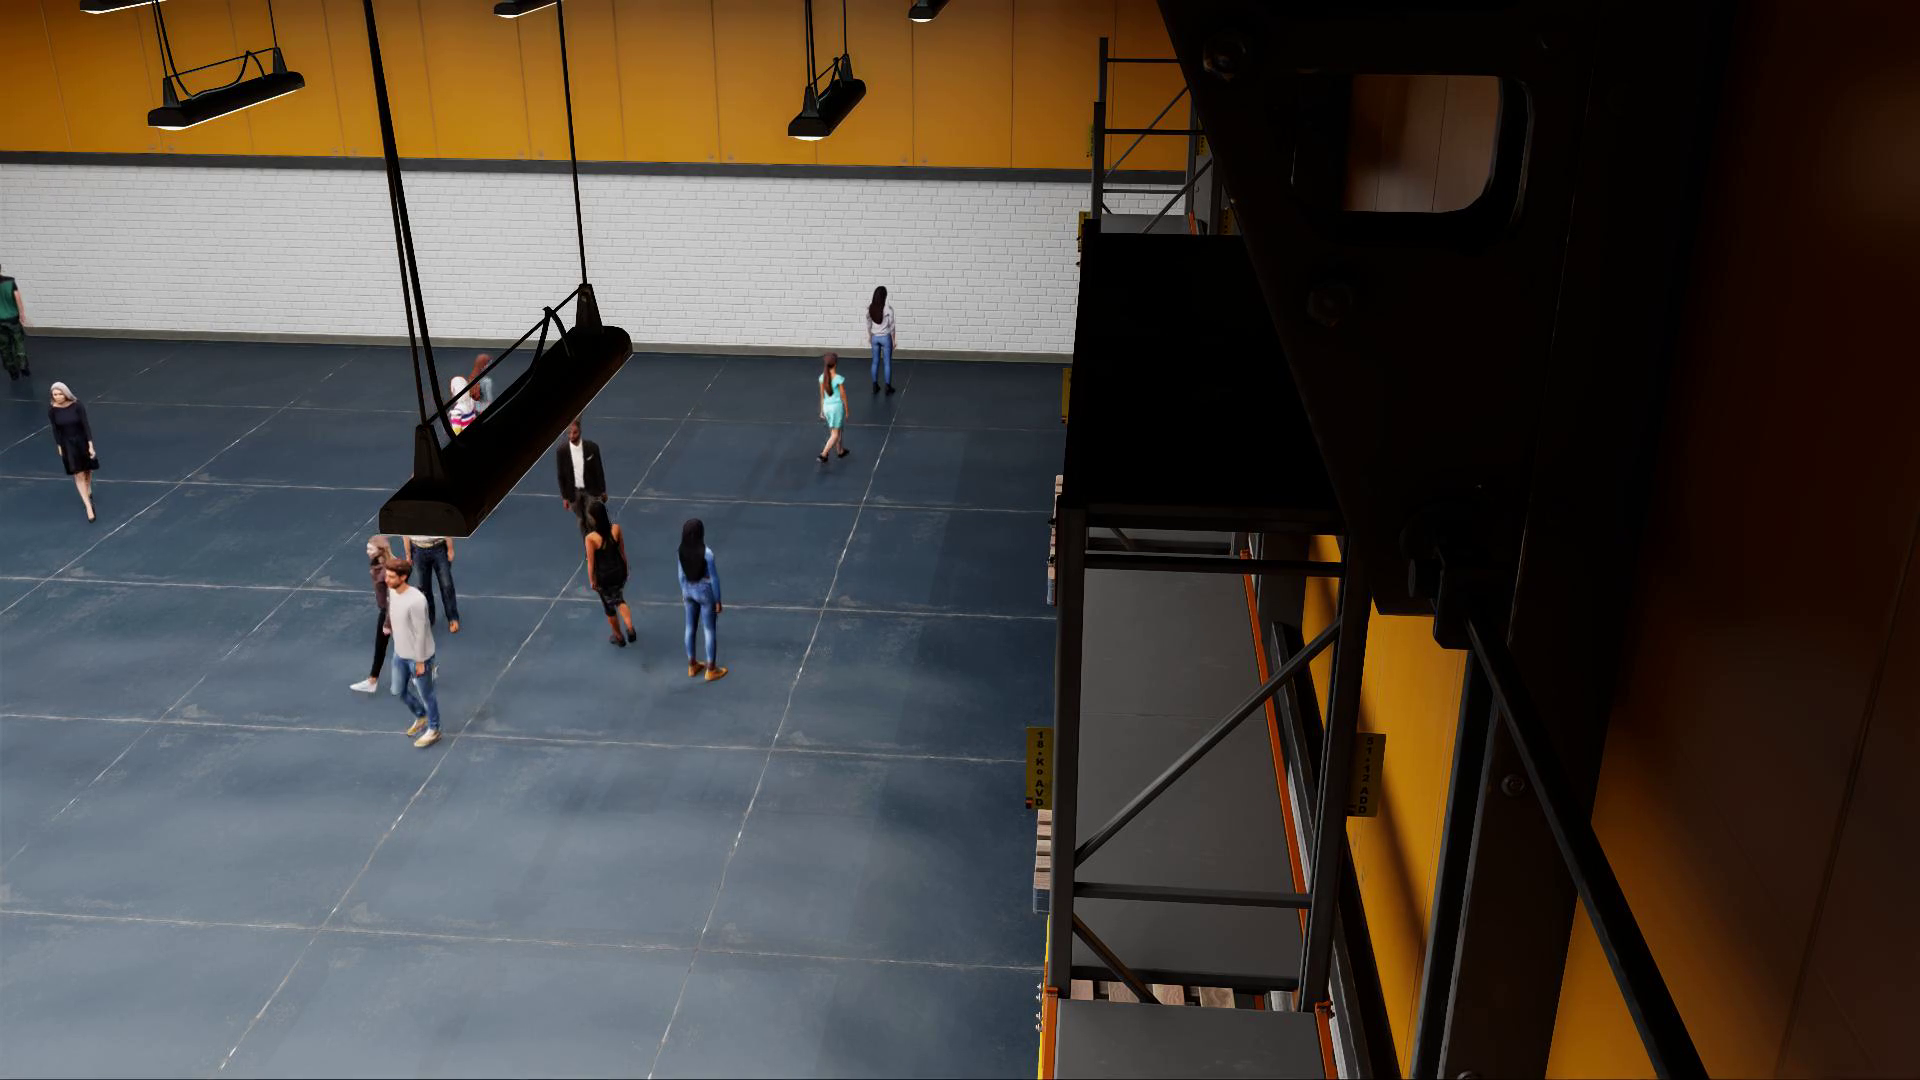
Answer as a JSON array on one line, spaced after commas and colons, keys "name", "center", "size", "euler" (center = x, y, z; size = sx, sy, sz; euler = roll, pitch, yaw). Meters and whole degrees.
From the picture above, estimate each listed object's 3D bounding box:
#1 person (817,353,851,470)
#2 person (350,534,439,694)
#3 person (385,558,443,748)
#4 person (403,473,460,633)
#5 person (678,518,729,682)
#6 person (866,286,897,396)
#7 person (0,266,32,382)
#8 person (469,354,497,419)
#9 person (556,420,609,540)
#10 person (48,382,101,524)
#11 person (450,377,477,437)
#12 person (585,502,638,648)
[{"name": "person", "center": [-1.694, -1.691, 21.960], "size": [0.879, 1.533, 1.095], "euler": [15, 28, 31]}, {"name": "person", "center": [-5.452, 0.713, 16.306], "size": [1.130, 1.656, 1.081], "euler": [-18, 29, -35]}, {"name": "person", "center": [-4.957, 1.009, 15.337], "size": [0.762, 1.890, 0.782], "euler": [17, 29, 33]}, {"name": "person", "center": [-5.561, 0.100, 17.476], "size": [0.677, 1.843, 0.631], "euler": [0, 24, 0]}, {"name": "person", "center": [-2.595, 0.574, 16.554], "size": [0.679, 1.712, 0.656], "euler": [12, 26, 26]}, {"name": "person", "center": [-1.173, -2.985, 24.798], "size": [0.662, 1.631, 0.614], "euler": [9, 25, 20]}, {"name": "person", "center": [-14.506, -3.331, 25.270], "size": [0.867, 1.887, 0.923], "euler": [-13, 27, -28]}, {"name": "person", "center": [-6.169, -1.528, 21.379], "size": [1.039, 1.700, 1.217], "euler": [15, 28, 31]}, {"name": "person", "center": [-4.323, -0.563, 19.086], "size": [0.766, 1.767, 1.073], "euler": [-2, 24, -5]}, {"name": "person", "center": [-10.857, -1.124, 20.454], "size": [1.010, 1.701, 1.226], "euler": [-13, 27, -27]}, {"name": "person", "center": [-6.002, -1.132, 20.338], "size": [0.717, 1.807, 0.471], "euler": [4, 24, 9]}, {"name": "person", "center": [-3.558, 0.384, 17.059], "size": [0.800, 1.655, 0.858], "euler": [-18, 29, -35]}]
